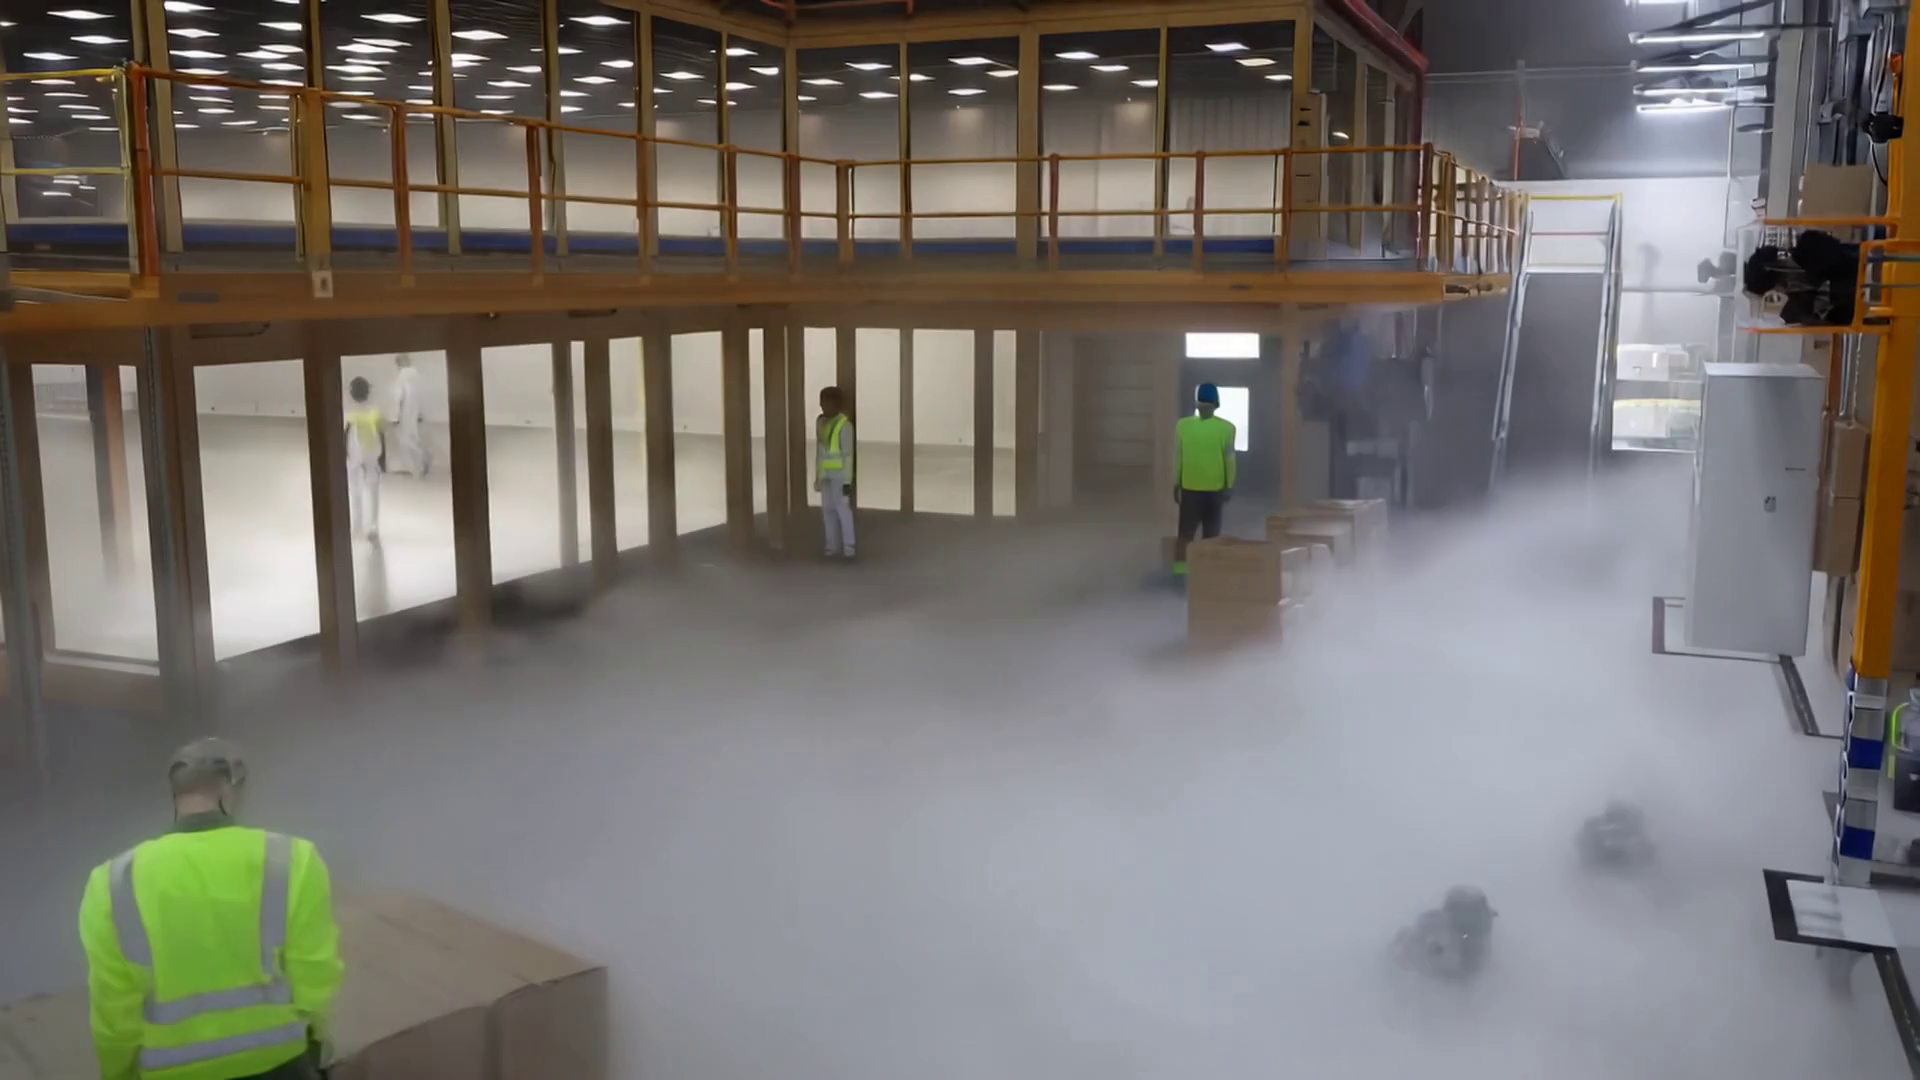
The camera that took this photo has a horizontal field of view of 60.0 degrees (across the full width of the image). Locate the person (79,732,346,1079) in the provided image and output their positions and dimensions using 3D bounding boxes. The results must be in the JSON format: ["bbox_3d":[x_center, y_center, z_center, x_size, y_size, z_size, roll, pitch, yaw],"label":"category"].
[{"bbox_3d":[-1.982,1.423,4.501,0.622,1.840,0.430,-3,10,-16],"label":"person"}]

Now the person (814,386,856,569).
[{"bbox_3d":[-1.297,-0.644,17.155,0.356,1.873,0.574,-9,13,-43],"label":"person"}]

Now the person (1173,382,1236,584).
[{"bbox_3d":[2.381,-0.549,16.218,0.612,1.986,0.406,1,9,7],"label":"person"}]
